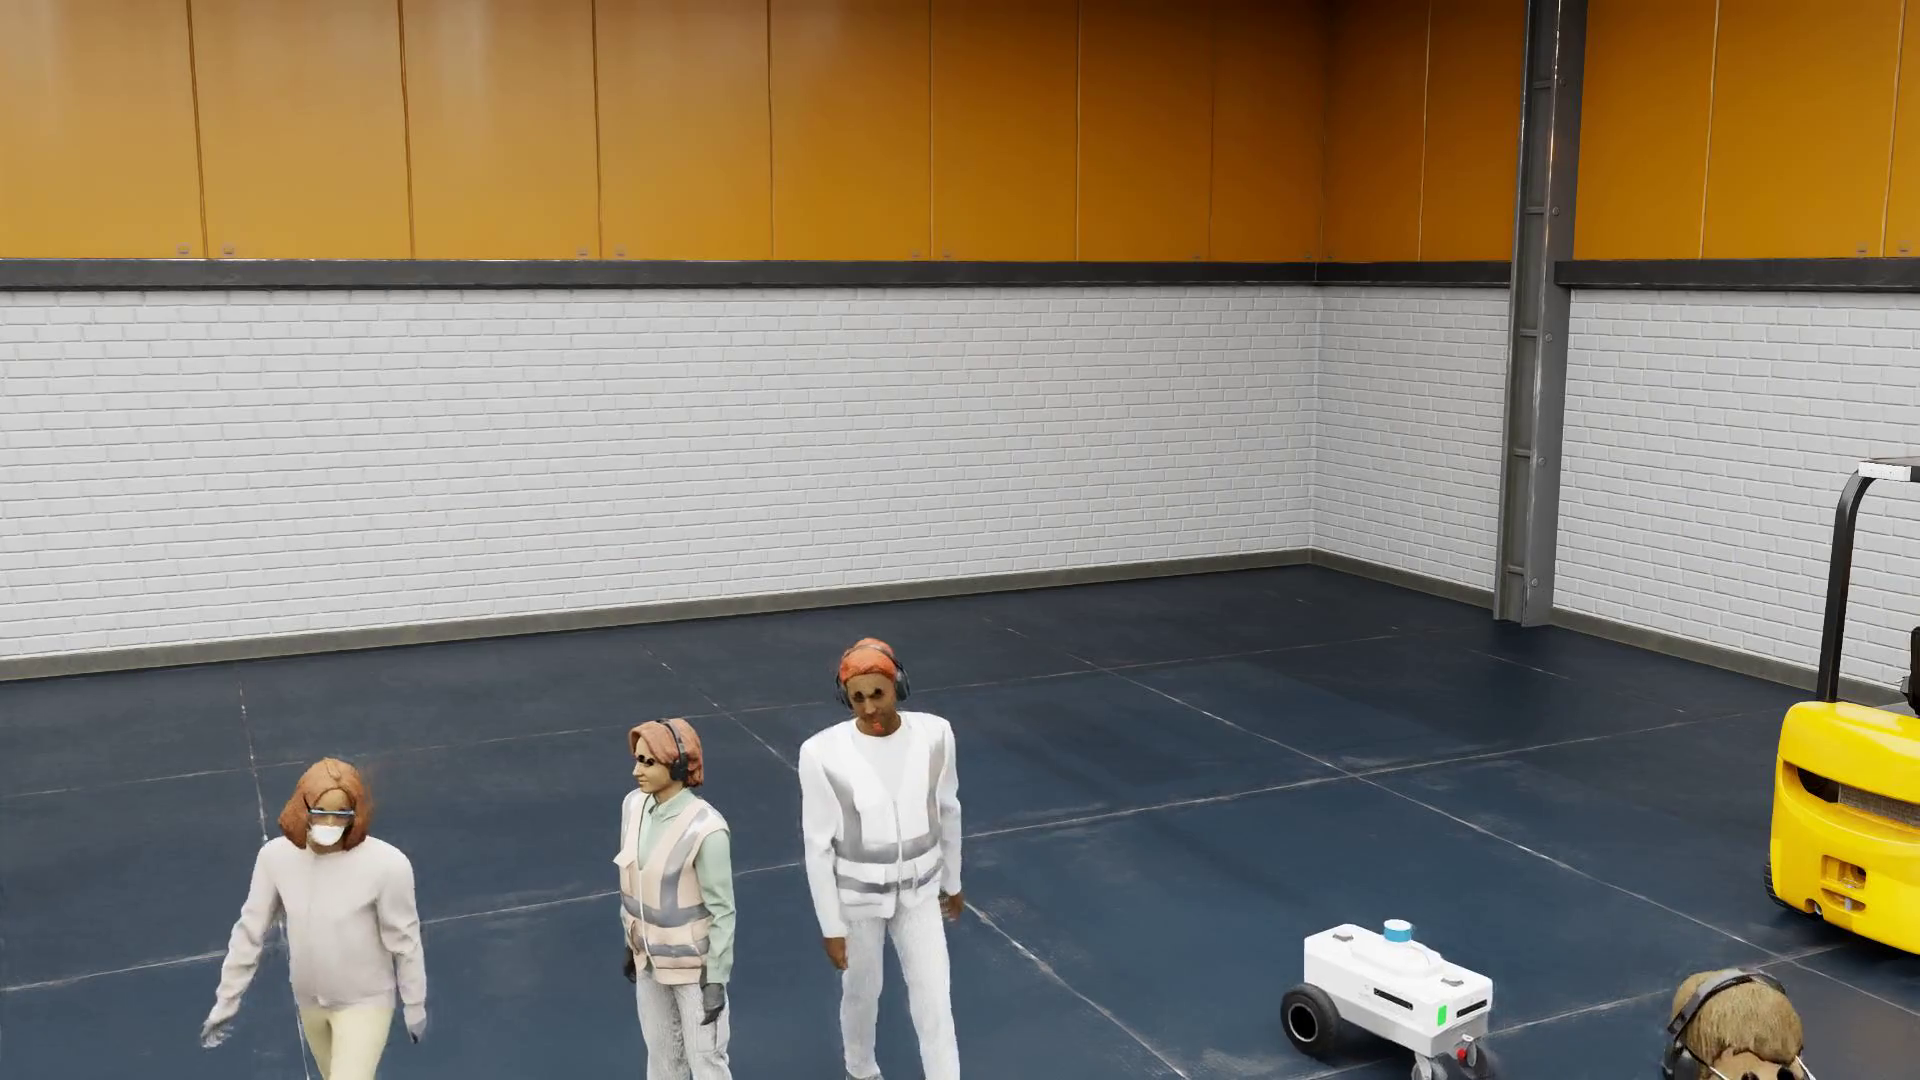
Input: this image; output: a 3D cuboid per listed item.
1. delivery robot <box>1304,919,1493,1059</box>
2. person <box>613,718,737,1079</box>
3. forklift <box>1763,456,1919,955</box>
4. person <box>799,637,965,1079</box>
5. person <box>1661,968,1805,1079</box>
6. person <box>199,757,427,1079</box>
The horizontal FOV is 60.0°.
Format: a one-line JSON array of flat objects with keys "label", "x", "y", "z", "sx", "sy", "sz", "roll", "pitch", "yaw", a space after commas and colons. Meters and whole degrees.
[{"label": "delivery robot", "x": 1.663, "y": 1.696, "z": 6.352, "sx": 0.477, "sy": 0.478, "sz": 0.707, "roll": -7, "pitch": 11, "yaw": -36}, {"label": "person", "x": -0.908, "y": 1.365, "z": 5.337, "sx": 0.515, "sy": 1.641, "sz": 0.315, "roll": 9, "pitch": 12, "yaw": 43}, {"label": "forklift", "x": 4.857, "y": 0.731, "z": 7.561, "sx": 2.313, "sy": 2.155, "sz": 1.214, "roll": -4, "pitch": 10, "yaw": -25}, {"label": "person", "x": -0.231, "y": 1.220, "z": 5.667, "sx": 0.625, "sy": 1.824, "sz": 0.967, "roll": -4, "pitch": 10, "yaw": -22}, {"label": "person", "x": 1.280, "y": 1.645, "z": 2.830, "sx": 0.659, "sy": 1.889, "sz": 0.998, "roll": -1, "pitch": 9, "yaw": -7}, {"label": "person", "x": -1.952, "y": 1.438, "z": 4.983, "sx": 0.591, "sy": 1.599, "sz": 0.794, "roll": 3, "pitch": 10, "yaw": 17}]
